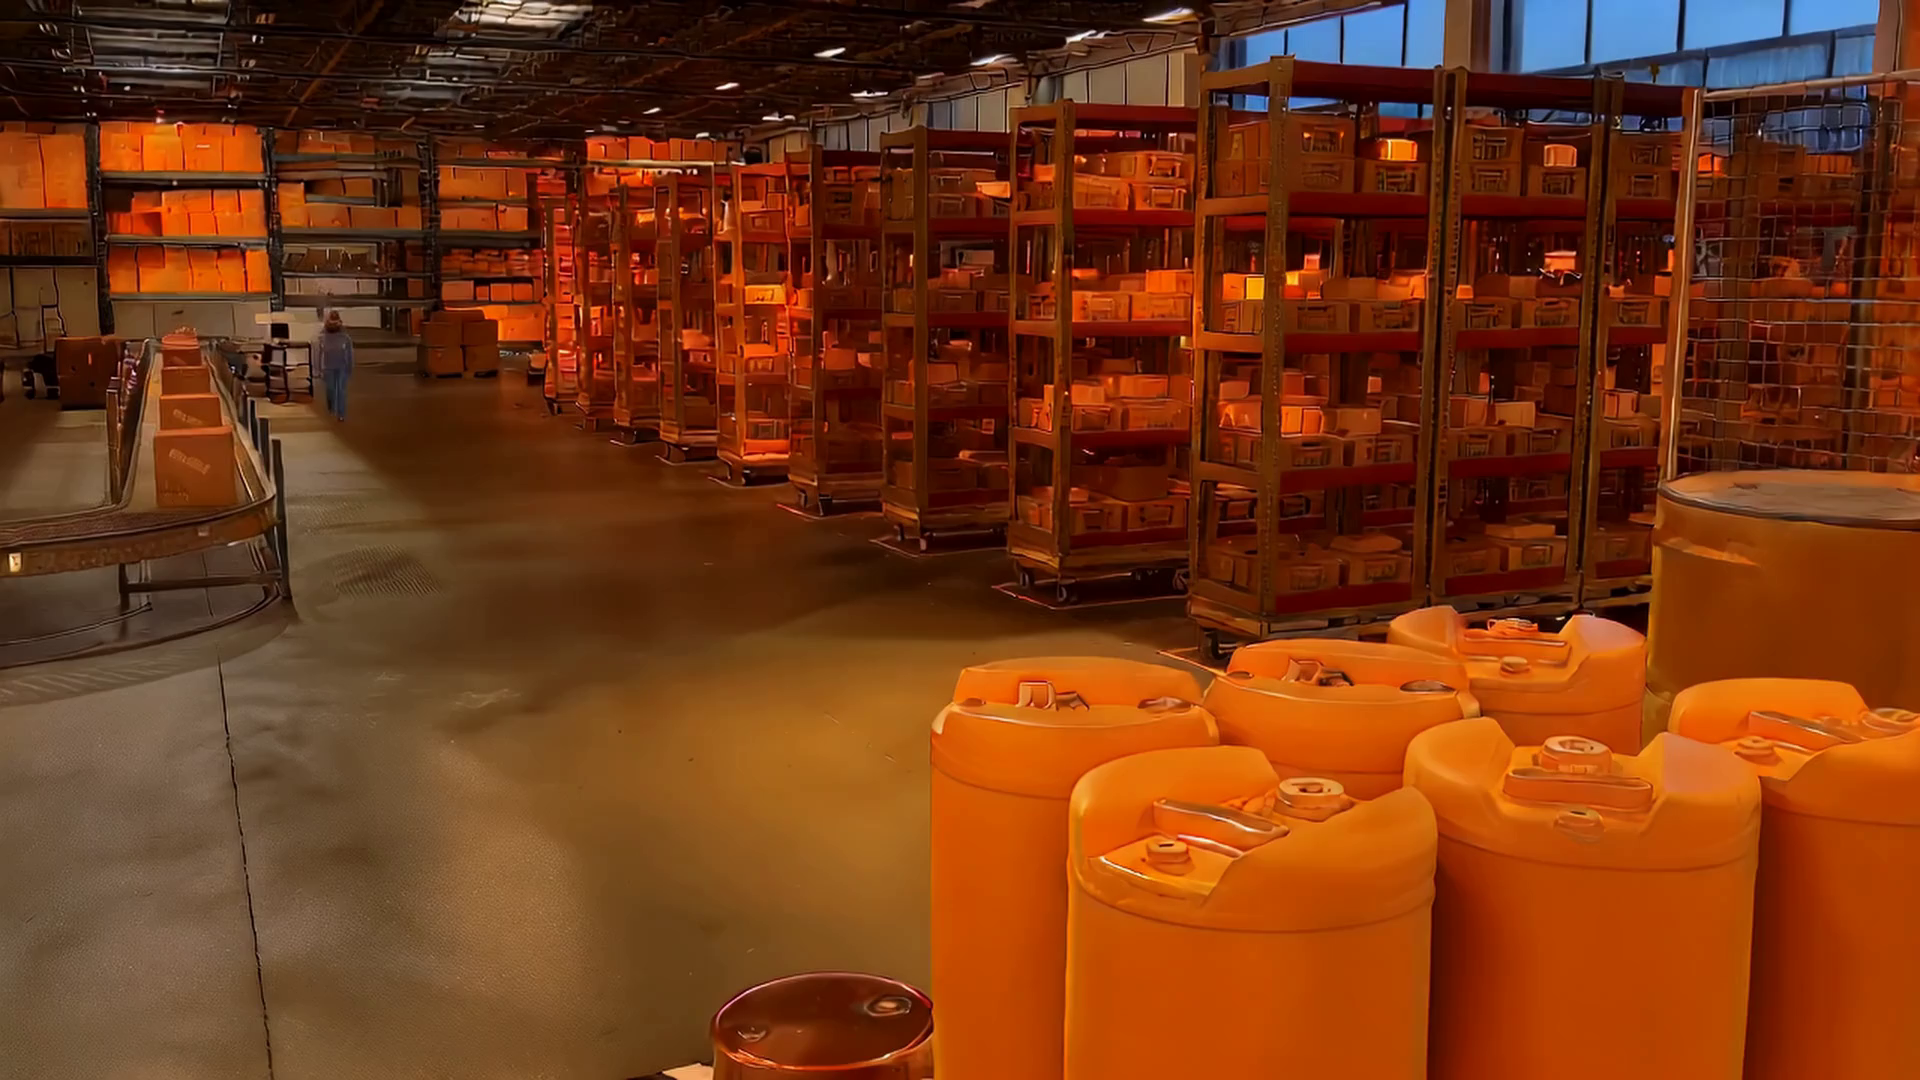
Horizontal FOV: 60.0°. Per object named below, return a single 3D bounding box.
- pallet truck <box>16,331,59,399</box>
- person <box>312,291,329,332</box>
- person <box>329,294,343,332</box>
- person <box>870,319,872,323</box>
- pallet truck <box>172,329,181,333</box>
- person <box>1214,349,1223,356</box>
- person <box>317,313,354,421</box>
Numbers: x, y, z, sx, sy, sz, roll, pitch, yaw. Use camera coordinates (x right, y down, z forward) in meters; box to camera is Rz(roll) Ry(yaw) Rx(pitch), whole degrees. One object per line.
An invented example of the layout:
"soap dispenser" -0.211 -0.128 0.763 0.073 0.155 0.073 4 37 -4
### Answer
"pallet truck" -17.082 -3.353 31.781 1.630 1.274 0.653 -4 10 -25
"person" -20.814 -7.199 54.137 0.970 1.799 0.626 -4 10 -22
"person" -18.508 -6.420 49.371 0.326 1.765 0.533 -5 10 -27
"person" -2.871 -6.868 52.221 0.480 1.741 0.583 3 10 19
"pallet truck" -17.275 -3.851 35.096 1.601 1.201 0.680 0 9 1
"person" 3.922 -2.552 25.210 0.586 1.820 0.612 -3 10 -20
"person" -10.060 -2.782 26.808 0.550 1.751 0.368 -4 10 -22
